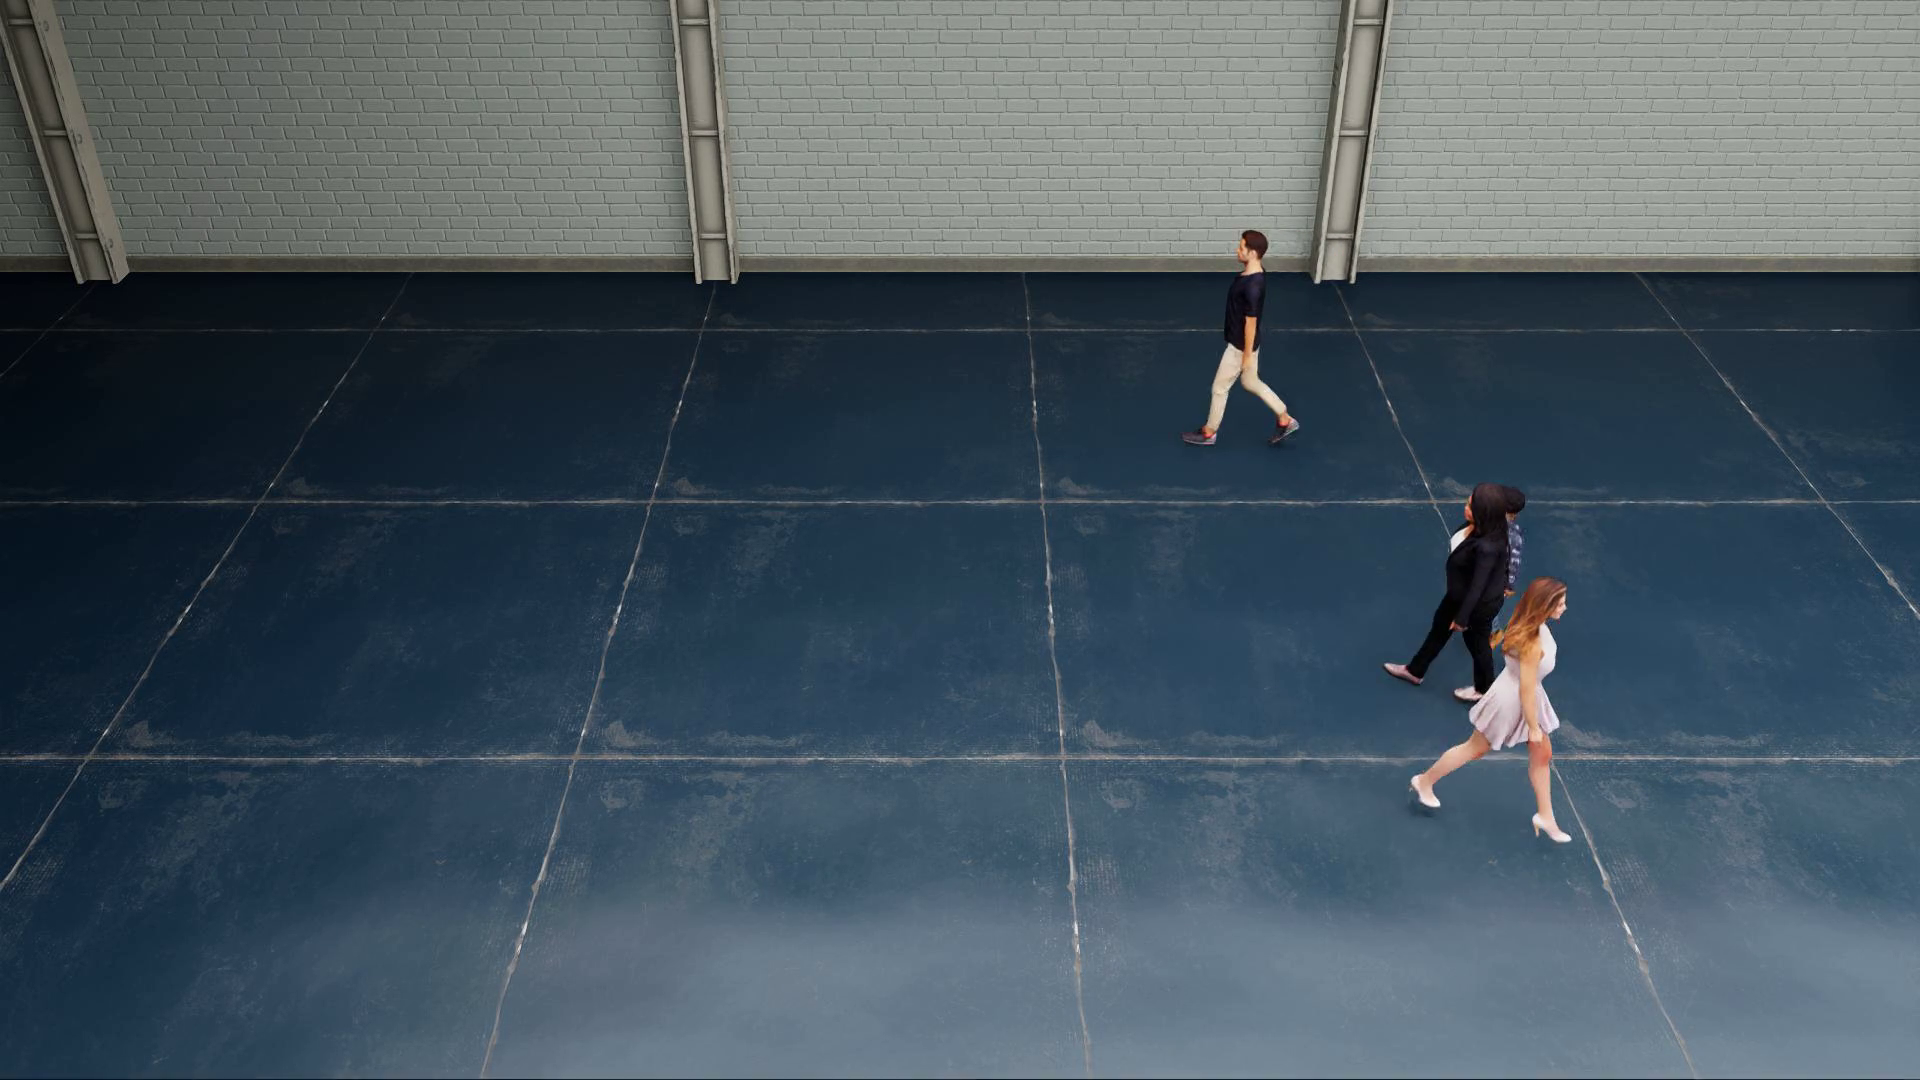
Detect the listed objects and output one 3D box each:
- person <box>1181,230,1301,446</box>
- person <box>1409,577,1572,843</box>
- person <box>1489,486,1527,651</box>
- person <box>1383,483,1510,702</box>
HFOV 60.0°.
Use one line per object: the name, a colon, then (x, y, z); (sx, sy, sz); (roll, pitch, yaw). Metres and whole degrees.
person: (2.295, -1.513, 12.942); (1.209, 1.824, 0.796); (6, 34, 9)
person: (2.970, 0.949, 9.255); (1.205, 1.716, 0.894); (14, 36, 21)
person: (3.551, 0.190, 10.856); (0.598, 1.242, 0.584); (-11, 35, -16)
person: (3.244, 0.356, 10.284); (0.956, 1.589, 0.727); (4, 33, 6)
